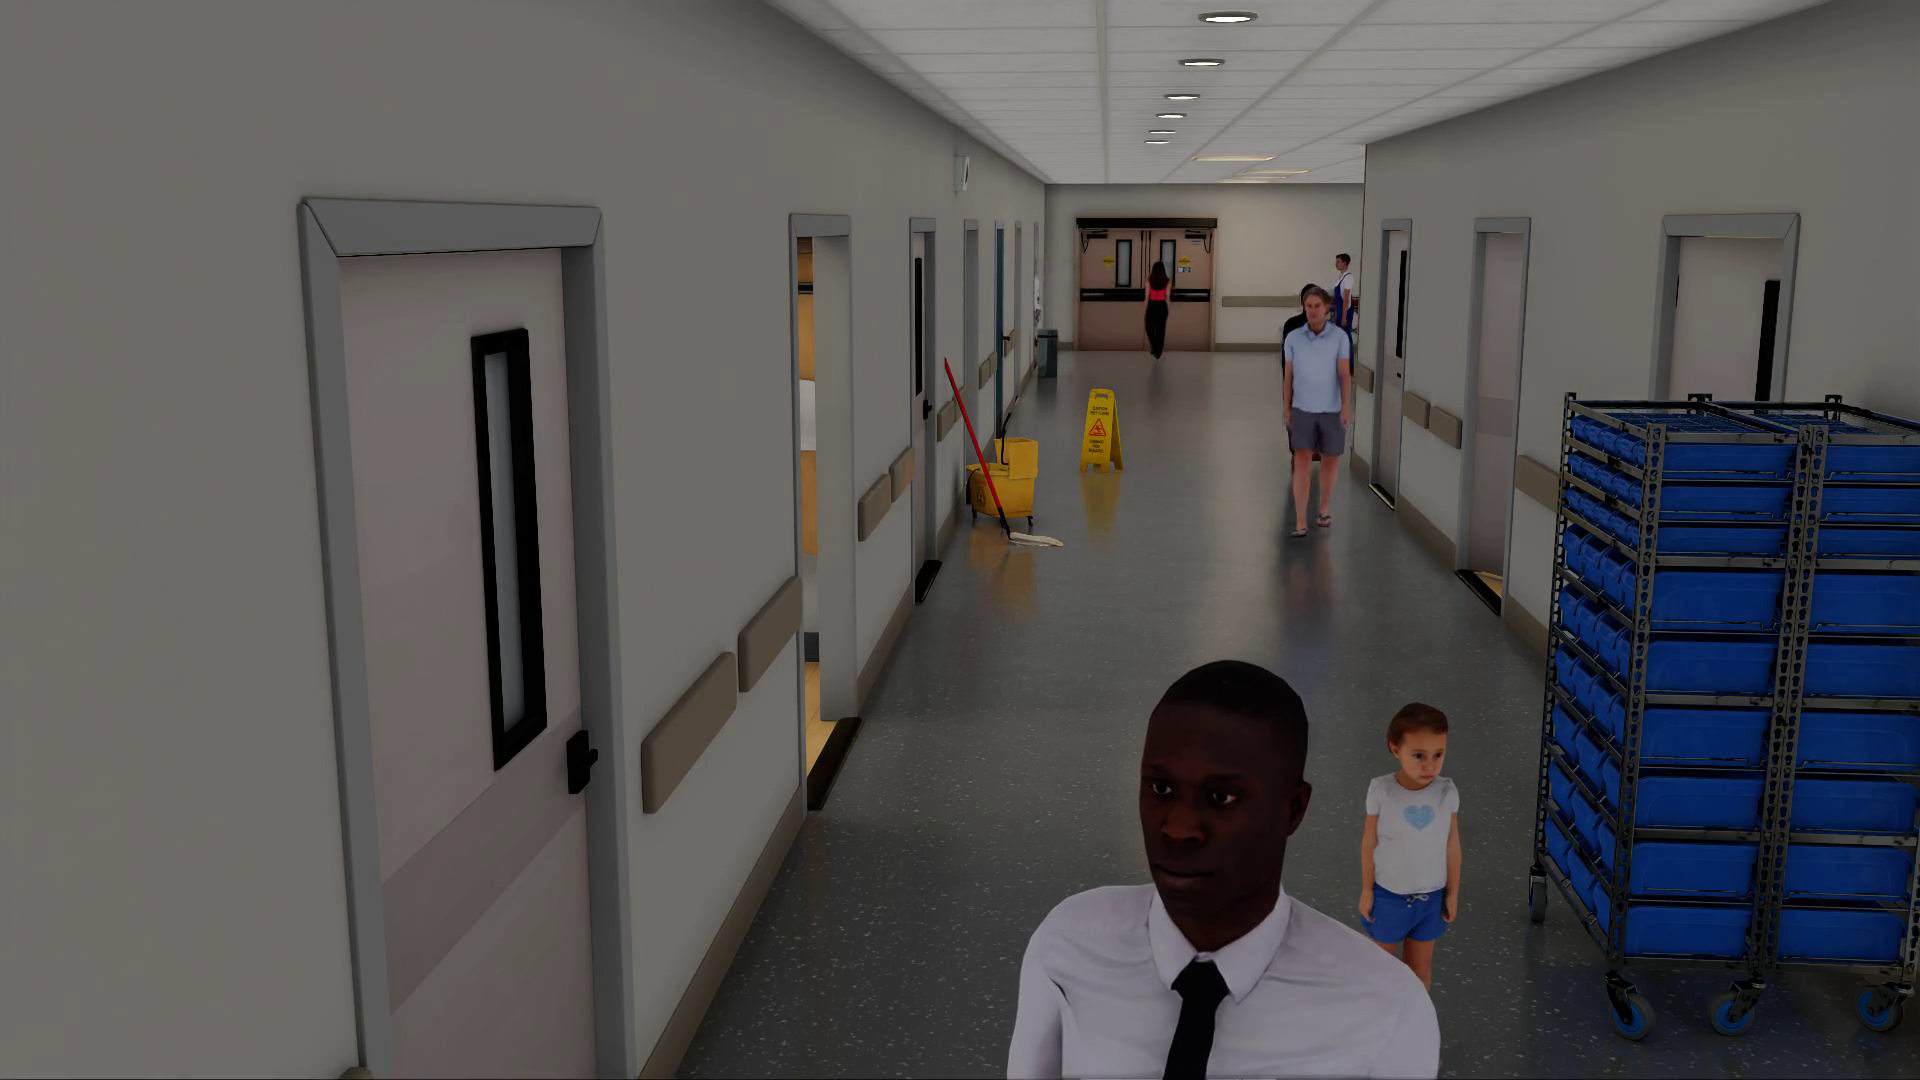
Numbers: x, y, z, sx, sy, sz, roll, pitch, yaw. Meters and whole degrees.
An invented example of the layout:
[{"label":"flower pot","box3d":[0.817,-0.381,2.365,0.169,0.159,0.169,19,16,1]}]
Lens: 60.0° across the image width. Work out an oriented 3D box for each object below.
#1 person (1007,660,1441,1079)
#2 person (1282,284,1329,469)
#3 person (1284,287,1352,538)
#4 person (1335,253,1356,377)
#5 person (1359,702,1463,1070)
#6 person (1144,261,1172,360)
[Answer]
[{"label":"person","box3d":[0.270,1.019,1.857,0.698,1.836,0.642,4,12,22]},{"label":"person","box3d":[3.226,-1.525,15.606,0.761,1.708,0.831,4,11,20]},{"label":"person","box3d":[2.658,-0.934,12.265,0.782,1.793,1.192,3,11,15]},{"label":"person","box3d":[5.851,-3.432,25.284,0.693,1.848,0.526,0,11,-1]},{"label":"person","box3d":[1.213,0.929,4.525,0.423,1.019,0.445,0,11,2]},{"label":"person","box3d":[3.335,-3.858,28.072,0.633,1.645,0.801,0,11,-1]}]
